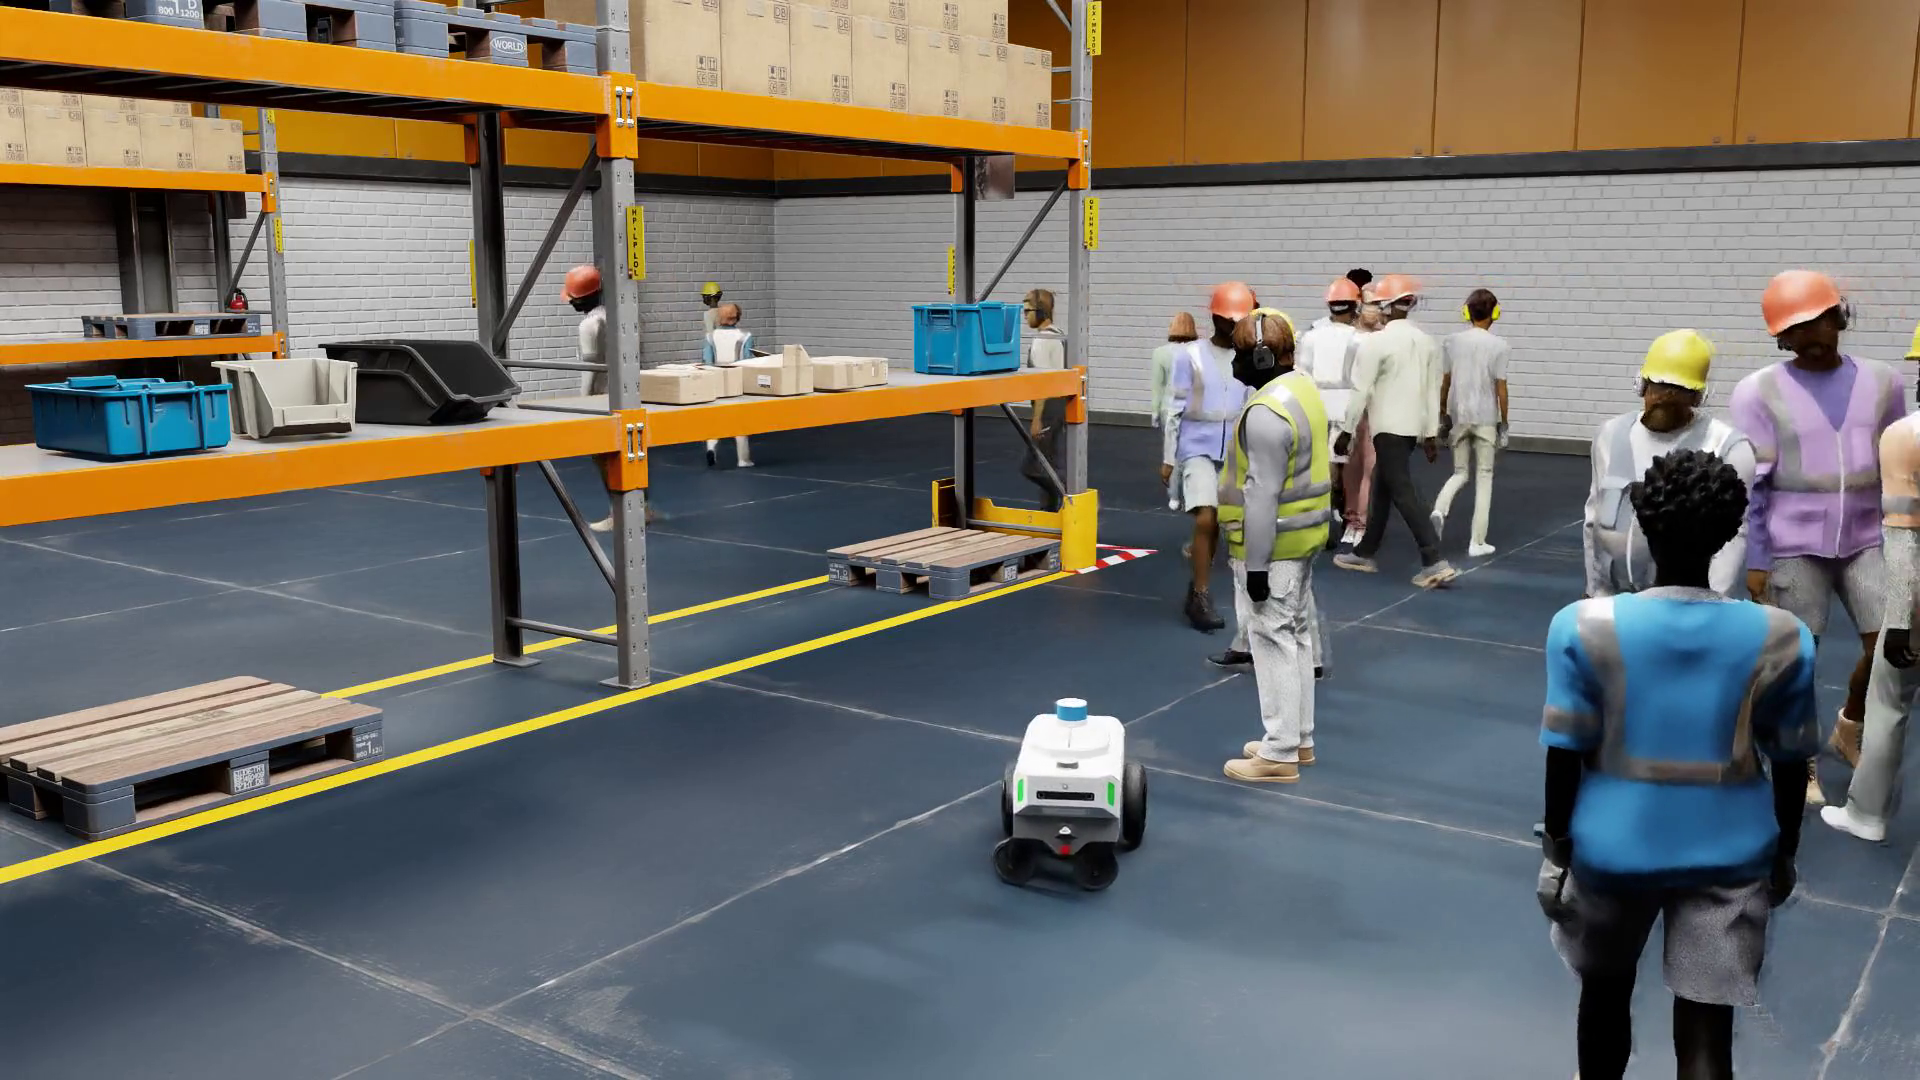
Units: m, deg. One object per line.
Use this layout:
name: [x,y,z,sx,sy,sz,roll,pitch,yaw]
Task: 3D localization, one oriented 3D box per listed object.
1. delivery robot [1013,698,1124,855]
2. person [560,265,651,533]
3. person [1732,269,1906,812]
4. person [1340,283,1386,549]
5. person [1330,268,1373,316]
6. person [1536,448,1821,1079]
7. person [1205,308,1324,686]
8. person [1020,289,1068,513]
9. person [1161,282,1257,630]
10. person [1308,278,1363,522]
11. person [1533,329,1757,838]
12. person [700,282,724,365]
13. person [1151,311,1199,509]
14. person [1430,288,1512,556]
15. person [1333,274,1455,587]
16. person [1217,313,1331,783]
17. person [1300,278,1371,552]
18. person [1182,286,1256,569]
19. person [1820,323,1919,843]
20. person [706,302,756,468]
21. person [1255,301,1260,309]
delivery robot: [0.372,0.775,5.562,0.477,0.478,0.707,1,10,7]
person: [-2.635,-1.046,12.431,0.514,1.990,0.763,2,10,10]
person: [3.167,0.015,6.122,0.726,1.992,0.447,0,10,3]
person: [2.815,-0.852,11.630,0.707,1.863,0.834,4,10,21]
person: [3.732,-1.600,15.831,0.373,1.959,0.608,-3,10,-19]
person: [1.456,0.638,3.404,0.543,1.649,0.888,2,10,14]
person: [1.424,-0.193,7.888,0.723,1.799,0.600,3,10,16]
person: [0.679,-0.873,11.871,0.524,1.825,0.549,3,10,16]
person: [1.445,-0.451,9.139,0.568,1.897,0.845,-2,10,-14]
person: [2.980,-1.079,12.900,0.589,1.897,0.445,0,10,-2]
person: [2.312,0.186,5.675,0.874,1.788,0.612,-8,12,-40]
person: [-3.000,-2.257,20.293,0.317,1.769,0.523,3,10,18]
person: [1.787,-1.028,13.402,0.506,1.621,0.529,1,10,6]
person: [3.468,-0.784,11.301,0.527,1.845,0.596,8,12,40]
person: [2.794,-0.694,10.497,0.631,1.948,1.006,-8,12,-40]
person: [1.213,0.035,6.497,0.430,1.829,0.619,4,11,25]
person: [2.736,-0.888,11.766,0.580,1.881,0.987,9,13,43]
person: [1.787,-0.740,10.977,0.598,1.852,0.830,-3,10,-19]
person: [3.288,0.188,5.432,0.605,1.880,0.961,-2,10,-10]
person: [-2.211,-1.488,16.125,0.535,1.628,0.533,3,10,20]
person: [2.512,-1.284,14.740,0.371,1.681,0.552,5,11,26]
